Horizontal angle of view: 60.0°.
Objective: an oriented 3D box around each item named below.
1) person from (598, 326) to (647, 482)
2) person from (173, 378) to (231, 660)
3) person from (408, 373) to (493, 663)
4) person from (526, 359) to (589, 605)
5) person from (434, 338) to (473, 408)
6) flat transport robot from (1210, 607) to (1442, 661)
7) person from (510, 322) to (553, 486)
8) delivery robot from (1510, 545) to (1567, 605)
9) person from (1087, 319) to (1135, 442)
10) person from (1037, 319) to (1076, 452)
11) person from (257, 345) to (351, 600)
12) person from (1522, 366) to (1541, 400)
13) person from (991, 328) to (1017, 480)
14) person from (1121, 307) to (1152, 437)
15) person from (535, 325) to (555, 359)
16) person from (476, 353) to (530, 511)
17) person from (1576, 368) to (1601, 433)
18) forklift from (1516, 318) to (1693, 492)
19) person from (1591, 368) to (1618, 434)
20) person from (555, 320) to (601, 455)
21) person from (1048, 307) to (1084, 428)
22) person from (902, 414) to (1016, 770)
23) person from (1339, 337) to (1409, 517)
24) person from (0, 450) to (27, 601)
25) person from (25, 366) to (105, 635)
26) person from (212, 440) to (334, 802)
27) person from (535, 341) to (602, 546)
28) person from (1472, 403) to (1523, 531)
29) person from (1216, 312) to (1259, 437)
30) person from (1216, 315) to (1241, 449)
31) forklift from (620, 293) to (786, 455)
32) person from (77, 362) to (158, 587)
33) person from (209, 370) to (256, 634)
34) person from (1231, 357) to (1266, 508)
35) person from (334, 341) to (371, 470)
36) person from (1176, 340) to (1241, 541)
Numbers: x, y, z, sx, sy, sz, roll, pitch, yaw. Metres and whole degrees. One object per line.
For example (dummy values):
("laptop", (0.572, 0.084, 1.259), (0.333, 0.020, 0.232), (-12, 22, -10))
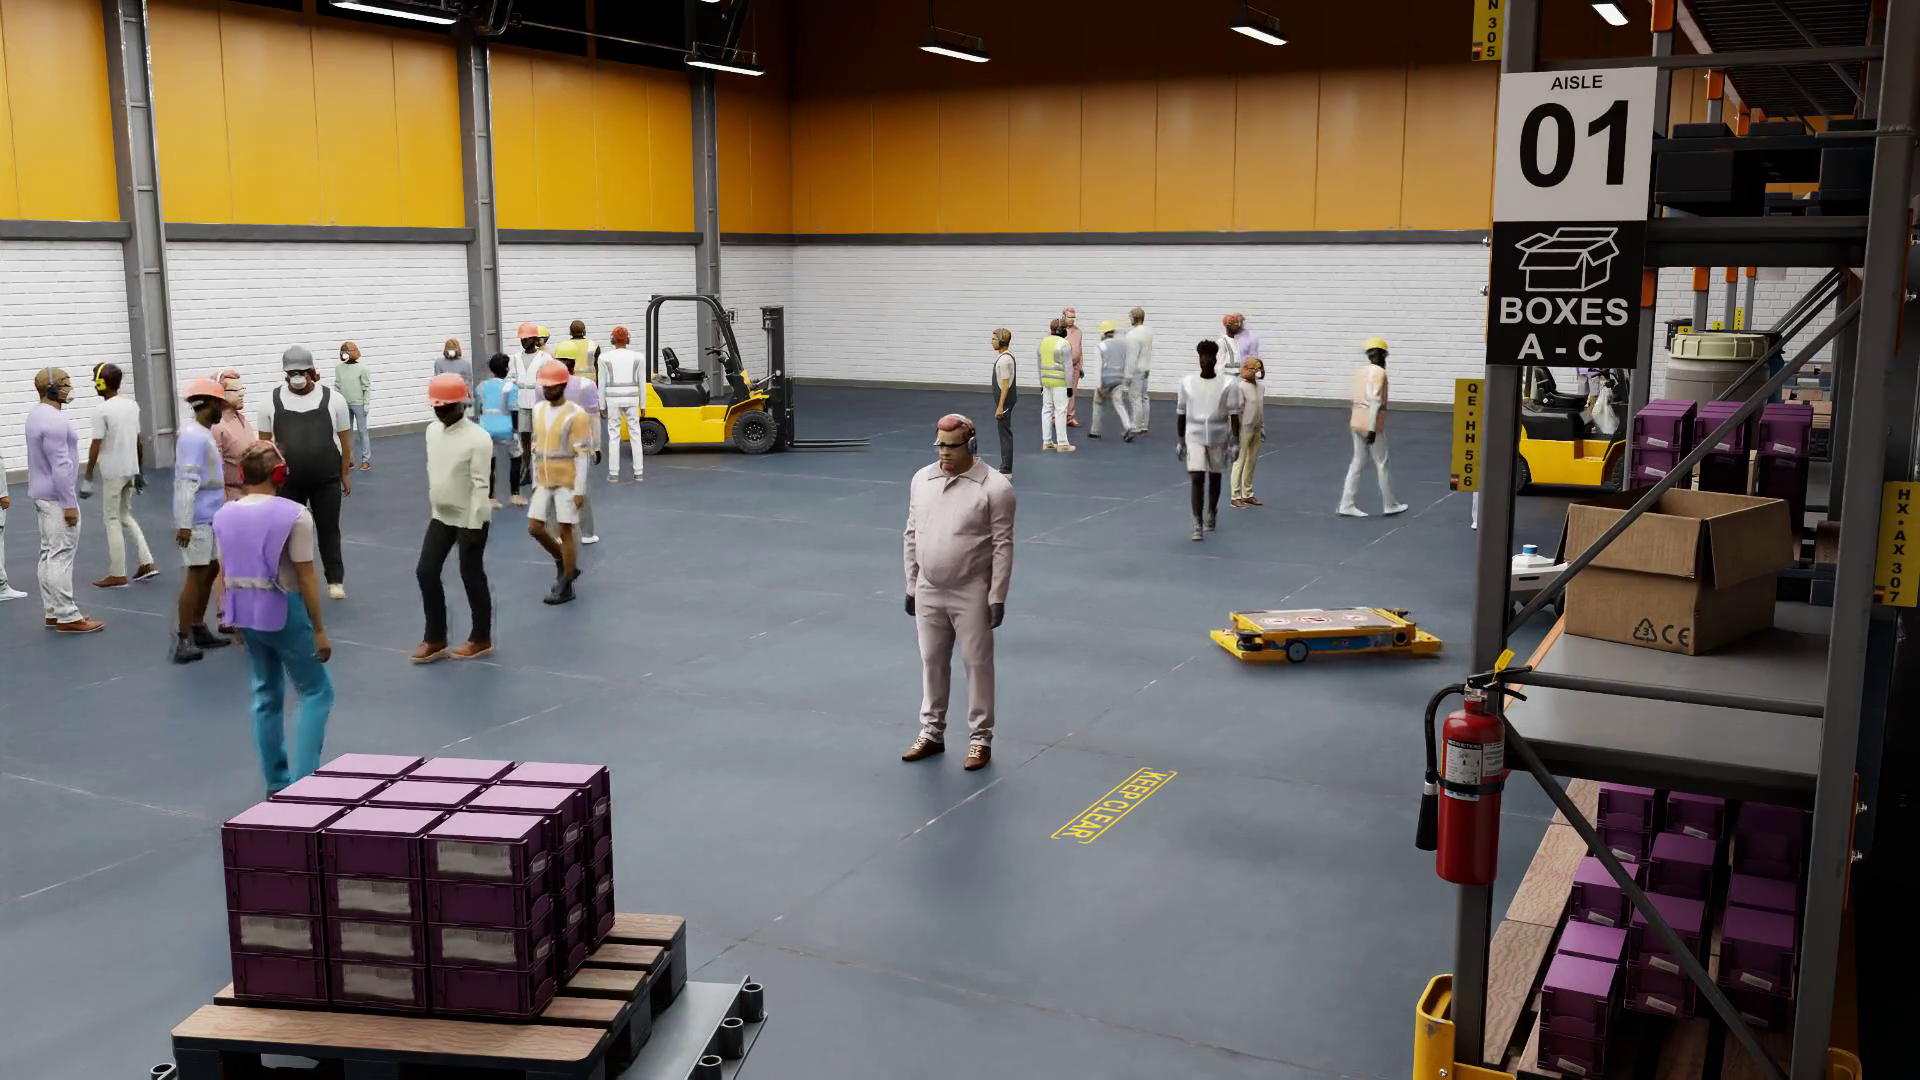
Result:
("person", (-4.051, -1.626, 19.985), (0.571, 1.877, 0.353), (-3, 10, -18))
("person", (-5.196, -0.144, 11.362), (0.474, 1.886, 0.722), (-3, 10, -18))
("person", (-3.391, -0.128, 11.039), (0.634, 1.957, 0.740), (6, 12, 31))
("person", (-3.148, -0.454, 13.026), (0.578, 1.926, 0.399), (5, 11, 28))
("person", (-6.851, -1.944, 22.567), (0.507, 1.608, 0.667), (0, 10, -1))
("flat transport robot", (2.518, 0.638, 11.500), (1.431, 0.197, 0.652), (-2, 10, -10))
("person", (-5.051, -1.594, 19.603), (0.545, 1.938, 0.359), (2, 10, 11))
("delivery robot", (4.266, 0.280, 12.479), (0.707, 0.478, 0.477), (-3, 10, -19))
("person", (2.218, -2.315, 24.219), (0.590, 1.794, 0.900), (-6, 11, -30))
("person", (1.349, -2.148, 23.100), (0.430, 1.840, 0.622), (-8, 13, -39))
("person", (-5.145, -0.521, 13.091), (0.688, 2.000, 0.536), (-4, 10, -20))
("person", (7.274, -1.833, 21.333), (0.404, 1.824, 0.586), (-1, 10, -6))
("person", (0.514, -1.643, 20.154), (0.345, 1.846, 0.506), (1, 10, 5))
("person", (2.644, -2.498, 24.835), (0.394, 1.937, 0.653), (5, 11, 26))
("person", (-5.674, -2.031, 22.628), (0.523, 1.769, 0.321), (4, 11, 22))
("person", (-4.906, -1.161, 17.832), (0.550, 1.672, 0.618), (3, 10, 16))
("person", (9.275, -2.466, 24.345), (0.391, 2.040, 0.615), (-4, 10, -20))
("forklift", (7.066, -1.601, 18.899), (2.313, 2.155, 1.214), (5, 11, 27))
("person", (8.925, -2.016, 22.926), (0.375, 1.619, 0.532), (2, 10, 10))
("person", (-5.164, -2.071, 22.638), (0.626, 1.846, 0.429), (-1, 10, -7))
("person", (1.687, -2.699, 26.110), (0.638, 1.903, 0.409), (-7, 12, -33))
("person", (-0.032, 0.273, 8.900), (0.639, 1.904, 0.409), (5, 11, 27))
("person", (4.342, -1.169, 17.348), (0.854, 1.861, 0.671), (-3, 10, -15))
("person", (-7.722, -0.384, 13.161), (0.487, 1.744, 0.297), (3, 10, 18))
("person", (-6.516, -0.286, 12.024), (0.378, 1.940, 0.628), (-8, 13, -38))
("person", (-3.369, 0.428, 8.190), (0.629, 1.833, 0.443), (3, 10, 19))
("person", (-3.671, -0.904, 15.636), (0.594, 1.926, 0.366), (-1, 10, -6))
("person", (5.273, -0.956, 16.429), (0.526, 1.760, 0.337), (5, 11, 27))
("person", (4.036, -2.398, 24.399), (0.646, 1.890, 0.443), (5, 11, 25))
("person", (3.786, -2.220, 23.382), (0.355, 1.884, 0.575), (6, 11, 30))
("forklift", (-3.588, -2.317, 23.042), (2.313, 2.155, 1.214), (-1, 10, -5))
("person", (-6.951, -0.524, 13.622), (0.415, 1.863, 0.551), (2, 10, 10))
("person", (-5.259, -0.278, 12.072), (0.409, 1.906, 0.651), (-1, 10, -4))
("person", (3.134, -1.165, 17.997), (0.507, 1.632, 0.267), (-9, 14, -44))
("person", (-7.700, -1.698, 21.081), (0.500, 1.633, 0.284), (2, 10, 13))
("person", (2.414, -0.990, 16.182), (0.619, 1.918, 0.988), (2, 10, 10))
